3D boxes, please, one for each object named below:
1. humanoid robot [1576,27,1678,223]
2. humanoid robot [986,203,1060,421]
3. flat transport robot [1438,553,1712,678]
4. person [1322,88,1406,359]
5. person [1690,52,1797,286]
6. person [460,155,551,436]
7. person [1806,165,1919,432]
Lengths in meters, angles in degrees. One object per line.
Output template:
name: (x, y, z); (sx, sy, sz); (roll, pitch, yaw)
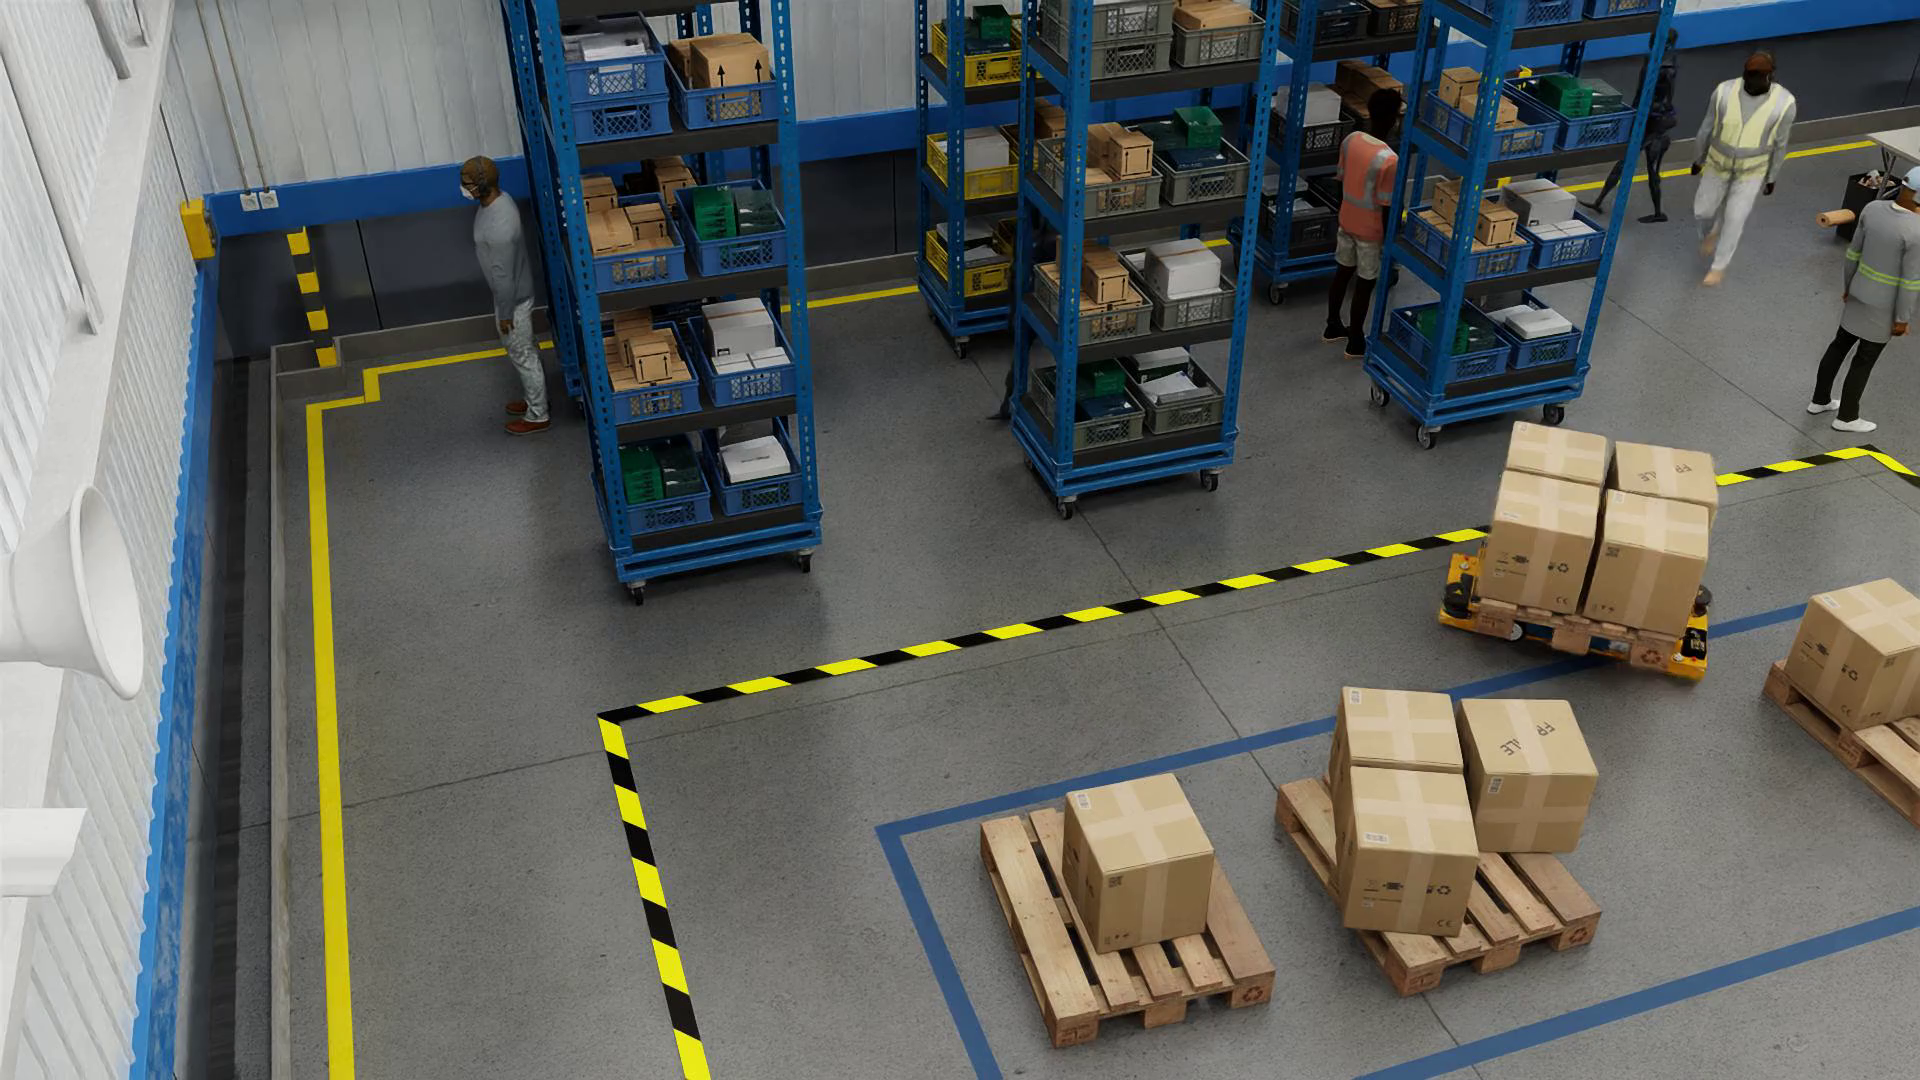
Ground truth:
humanoid robot: (5.623, -3.380, 13.653); (0.737, 1.631, 0.602); (-3, 35, -5)
humanoid robot: (0.546, -1.507, 11.011); (0.605, 1.620, 0.772); (26, 43, 32)
flat transport robot: (3.517, 0.369, 9.509); (1.431, 0.197, 0.652); (12, 37, 16)
person: (2.871, -2.224, 11.735); (0.361, 1.964, 0.612); (-14, 38, -19)
person: (5.966, -2.882, 12.791); (0.662, 1.820, 0.532); (20, 40, 26)
person: (-2.949, -1.596, 10.883); (0.369, 1.932, 0.621); (-9, 36, -13)
person: (6.046, -1.586, 10.935); (0.397, 1.847, 0.587); (-9, 36, -12)
